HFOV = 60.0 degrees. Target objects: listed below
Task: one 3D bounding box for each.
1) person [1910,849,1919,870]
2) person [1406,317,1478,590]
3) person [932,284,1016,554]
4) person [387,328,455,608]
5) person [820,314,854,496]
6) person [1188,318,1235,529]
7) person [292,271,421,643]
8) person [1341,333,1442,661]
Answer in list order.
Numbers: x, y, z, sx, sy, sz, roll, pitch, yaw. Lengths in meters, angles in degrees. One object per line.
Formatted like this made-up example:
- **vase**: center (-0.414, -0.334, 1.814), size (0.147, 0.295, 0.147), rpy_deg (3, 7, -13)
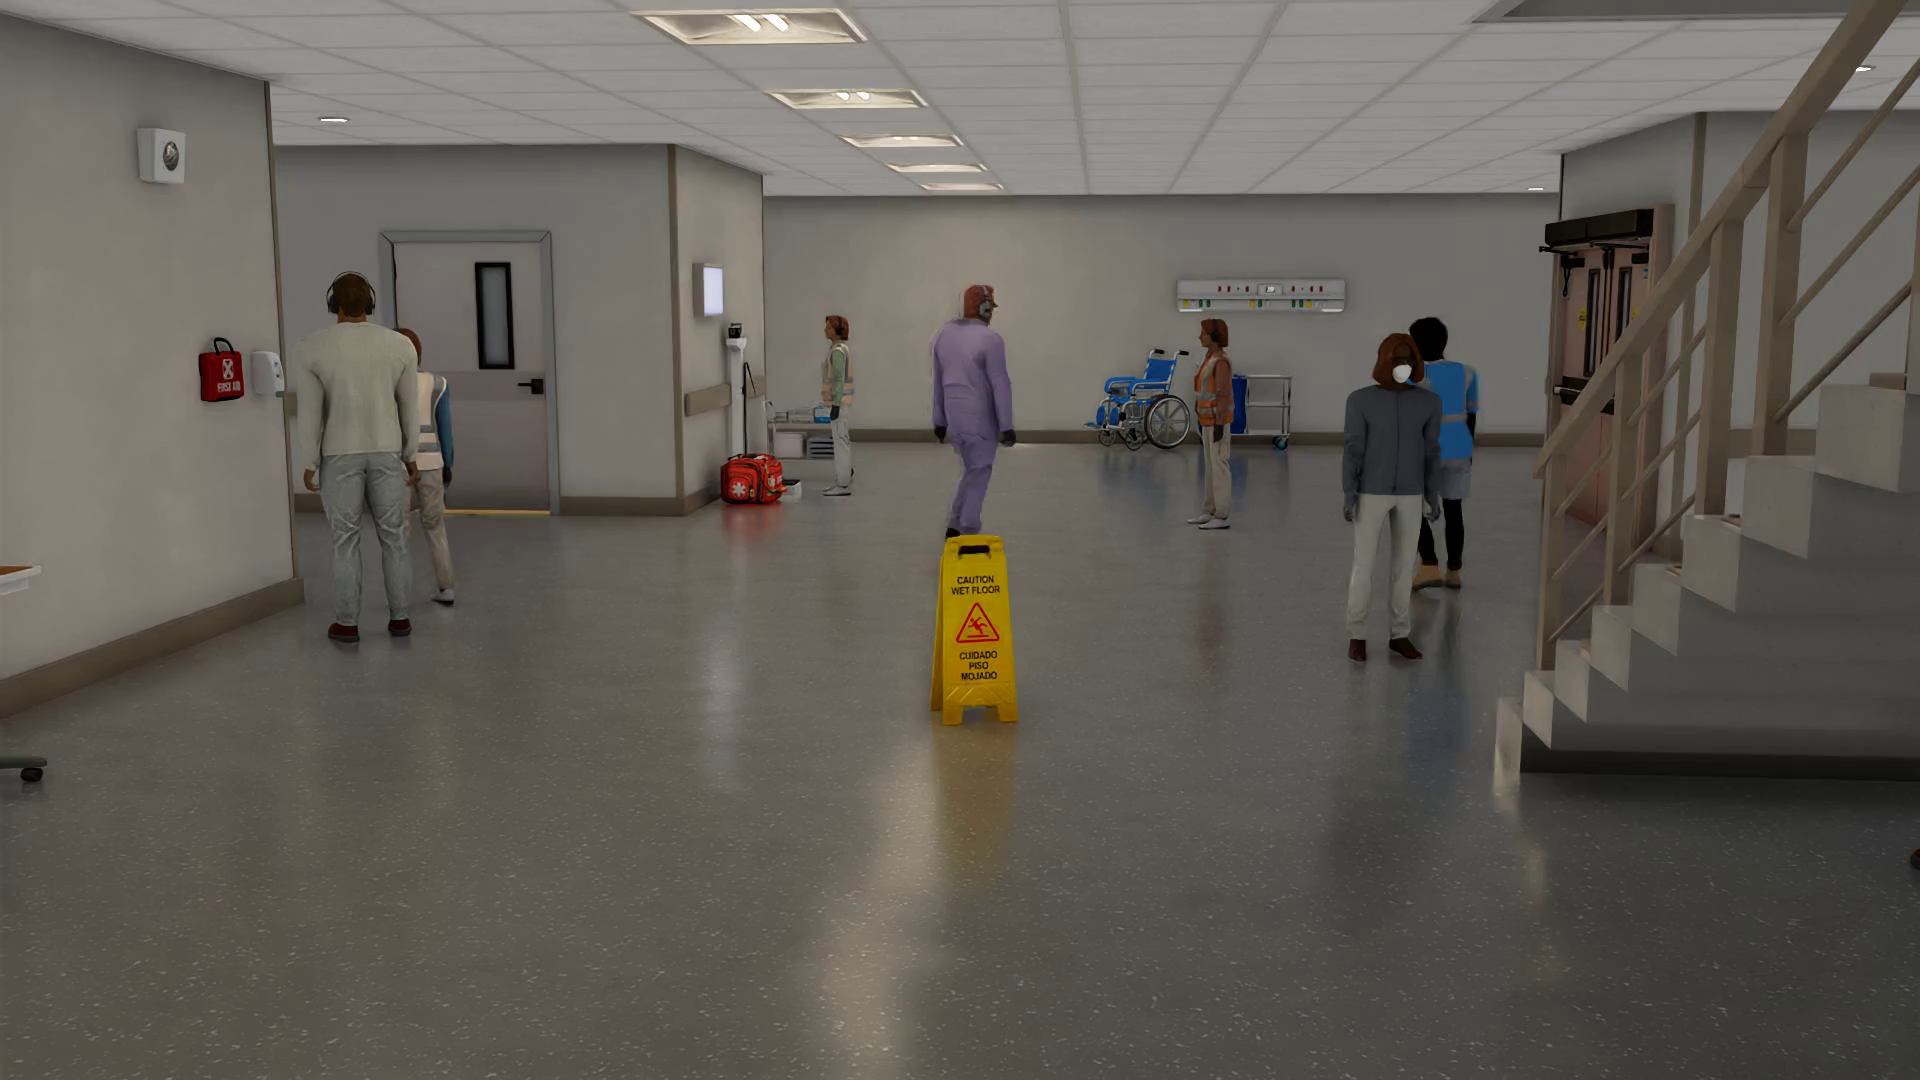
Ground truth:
- **person**: center (3.116, 0.130, 4.964), size (0.371, 1.932, 0.628), rpy_deg (3, 9, 17)
- **person**: center (2.935, -0.508, 10.159), size (0.578, 1.679, 0.402), rpy_deg (-3, 9, -18)
- **person**: center (0.132, -0.838, 11.665), size (0.454, 1.885, 0.659), rpy_deg (-7, 11, -39)
- **person**: center (-3.184, -0.405, 9.614), size (0.523, 1.628, 0.325), rpy_deg (-7, 11, -39)
- **person**: center (-1.112, -1.224, 15.123), size (0.306, 1.645, 0.523), rpy_deg (0, 8, -3)
- **person**: center (1.977, -0.903, 12.953), size (0.314, 1.642, 0.514), rpy_deg (-1, 8, -4)
- **person**: center (-3.151, -0.431, 8.737), size (0.631, 1.940, 0.372), rpy_deg (-5, 10, -32)
- **person**: center (2.141, -0.210, 8.273), size (0.506, 1.631, 0.270), rpy_deg (-1, 8, -5)
